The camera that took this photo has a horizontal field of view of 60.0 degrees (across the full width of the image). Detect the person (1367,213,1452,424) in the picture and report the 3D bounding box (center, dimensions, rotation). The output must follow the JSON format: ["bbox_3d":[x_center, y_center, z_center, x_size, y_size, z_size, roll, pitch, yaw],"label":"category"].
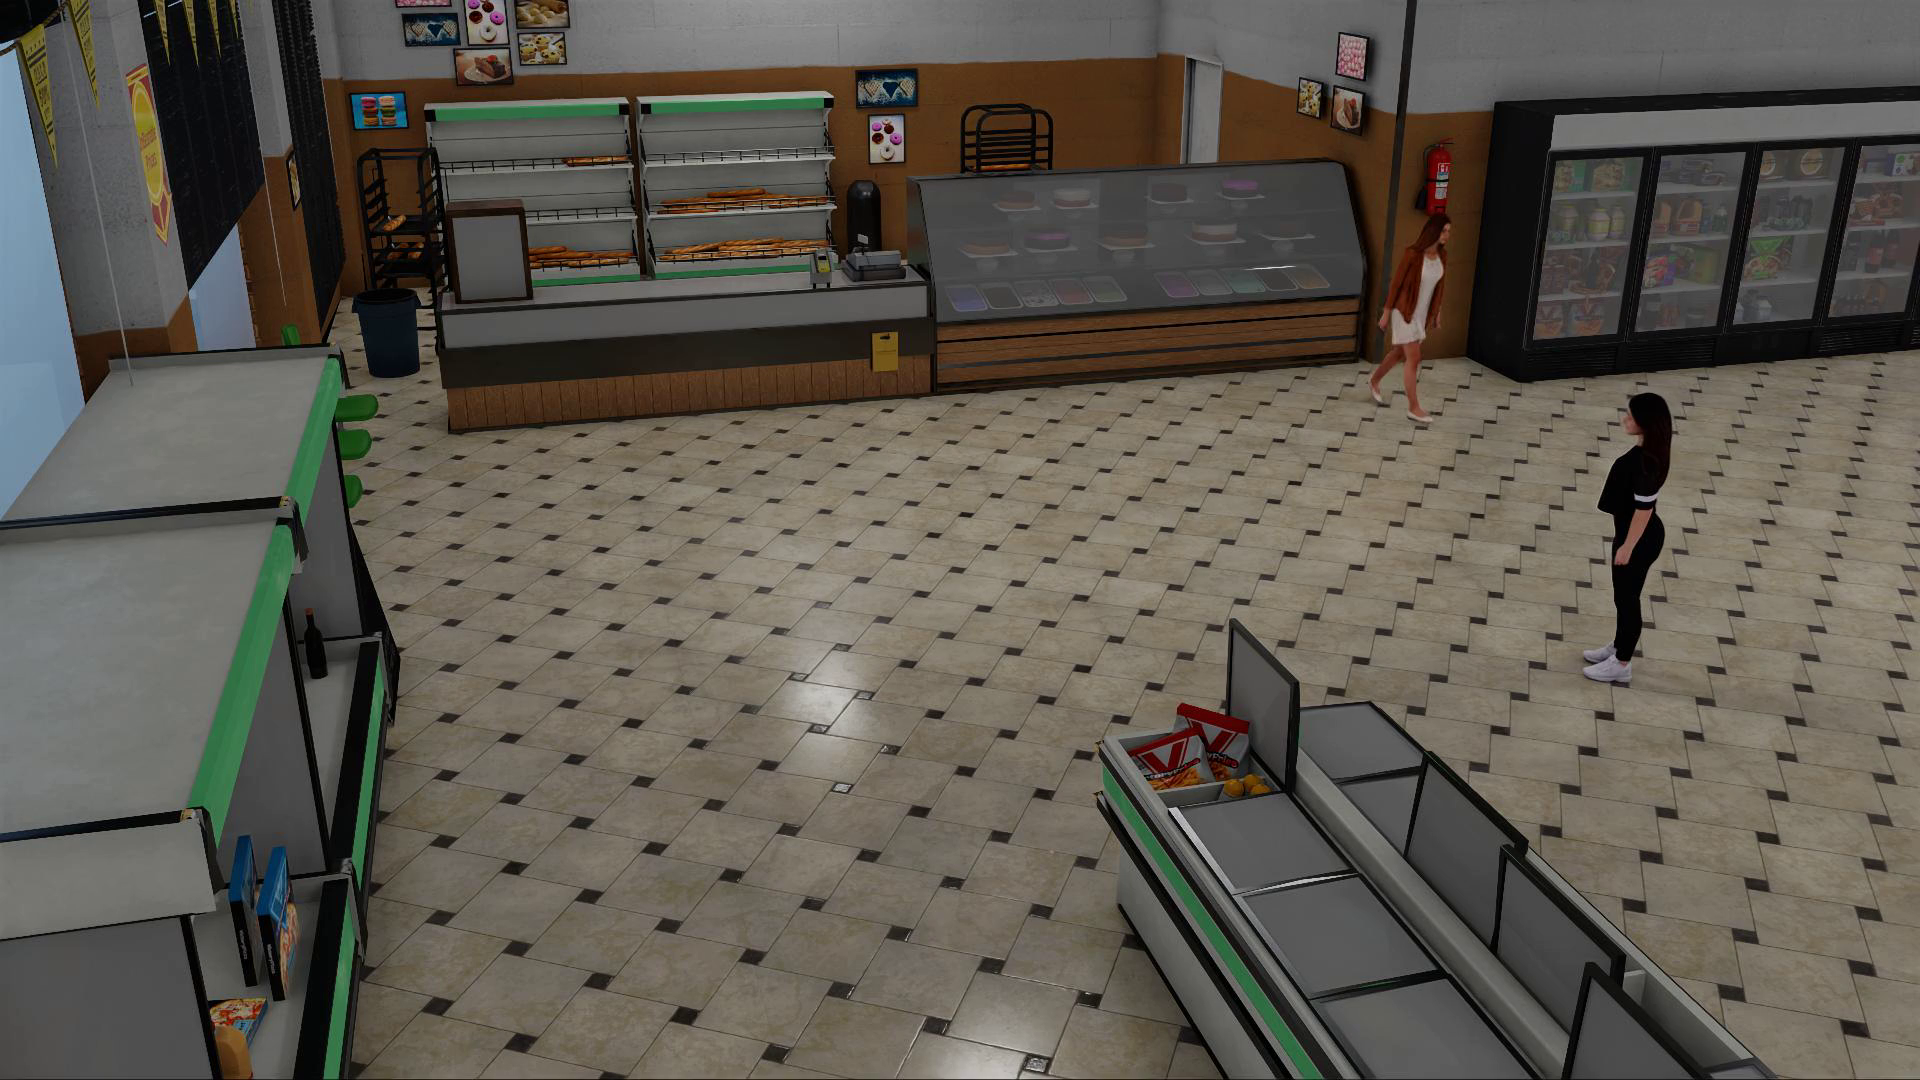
[{"bbox_3d":[3.588,-1.826,13.484,0.851,1.661,1.184,-12,25,-27],"label":"person"}]

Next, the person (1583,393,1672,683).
[{"bbox_3d":[3.650,-0.014,9.004,0.773,1.639,0.695,8,23,20],"label":"person"}]
